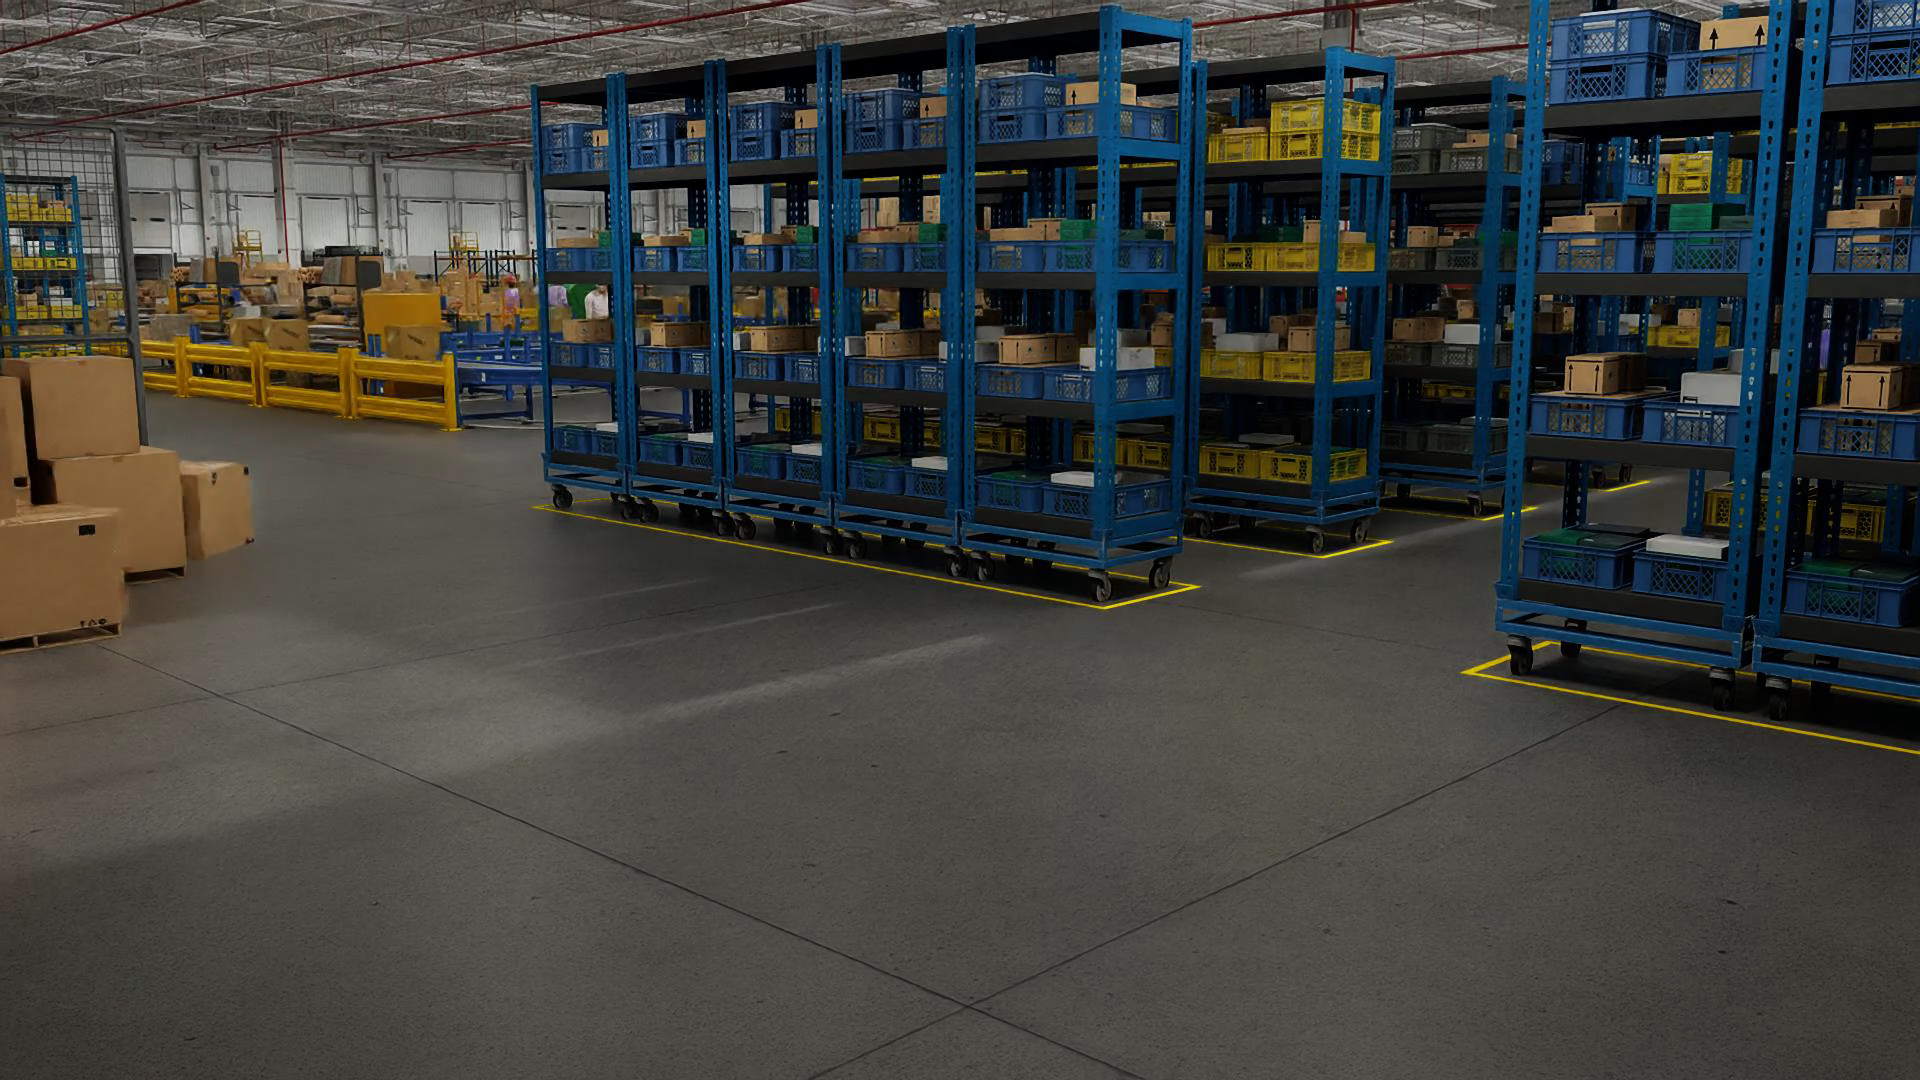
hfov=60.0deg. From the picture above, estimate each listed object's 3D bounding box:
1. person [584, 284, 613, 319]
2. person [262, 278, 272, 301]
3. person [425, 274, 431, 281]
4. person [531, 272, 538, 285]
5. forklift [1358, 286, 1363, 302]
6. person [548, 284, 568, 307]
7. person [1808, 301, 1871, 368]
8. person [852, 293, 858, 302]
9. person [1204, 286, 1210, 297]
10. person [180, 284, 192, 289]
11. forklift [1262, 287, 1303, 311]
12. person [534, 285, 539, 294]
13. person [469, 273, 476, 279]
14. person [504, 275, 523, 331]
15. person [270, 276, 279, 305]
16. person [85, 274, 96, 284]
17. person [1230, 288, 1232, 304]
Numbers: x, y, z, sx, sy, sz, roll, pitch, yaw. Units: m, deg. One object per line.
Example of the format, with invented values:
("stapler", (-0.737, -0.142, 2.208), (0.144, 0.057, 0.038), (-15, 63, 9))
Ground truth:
("person", (-7.066, -4.211, 32.790), (0.395, 1.899, 0.644), (9, 13, 43))
("person", (-25.788, -8.916, 62.180), (0.504, 1.714, 0.775), (-5, 11, -30))
("person", (-28.538, -13.362, 89.181), (0.863, 1.810, 0.631), (-4, 10, -23))
("person", (-25.214, -14.954, 98.661), (0.597, 1.909, 0.837), (2, 9, 10))
("forklift", (11.100, -7.017, 46.970), (1.873, 2.768, 1.129), (9, 13, 43))
("person", (-9.059, -5.076, 37.623), (0.605, 2.045, 0.378), (7, 11, 36))
("person", (7.767, -1.237, 14.787), (0.762, 1.813, 0.600), (-8, 12, -41))
("person", (-4.716, -10.997, 74.988), (0.540, 1.696, 0.315), (6, 11, 32))
("person", (8.195, -7.635, 54.563), (0.498, 1.634, 0.278), (6, 11, 33))
("person", (-37.745, -12.105, 81.094), (0.587, 1.922, 0.383), (1, 9, 8))
("forklift", (10.769, -8.203, 54.240), (1.129, 2.768, 1.873), (8, 12, 42))
("person", (-14.116, -8.021, 56.409), (0.593, 1.812, 0.580), (-7, 12, -36))
("person", (-17.191, -8.445, 58.667), (0.543, 1.927, 0.400), (-6, 11, -34))
("person", (-11.670, -5.968, 43.486), (0.598, 1.915, 0.562), (6, 11, 34))
("person", (-24.430, -8.484, 59.176), (0.917, 1.837, 0.529), (-4, 10, -22))
("person", (-35.353, -9.860, 67.498), (0.574, 1.865, 0.577), (1, 9, 6))
("person", (4.552, -3.354, 28.014), (0.773, 1.735, 0.546), (-9, 13, -43))
